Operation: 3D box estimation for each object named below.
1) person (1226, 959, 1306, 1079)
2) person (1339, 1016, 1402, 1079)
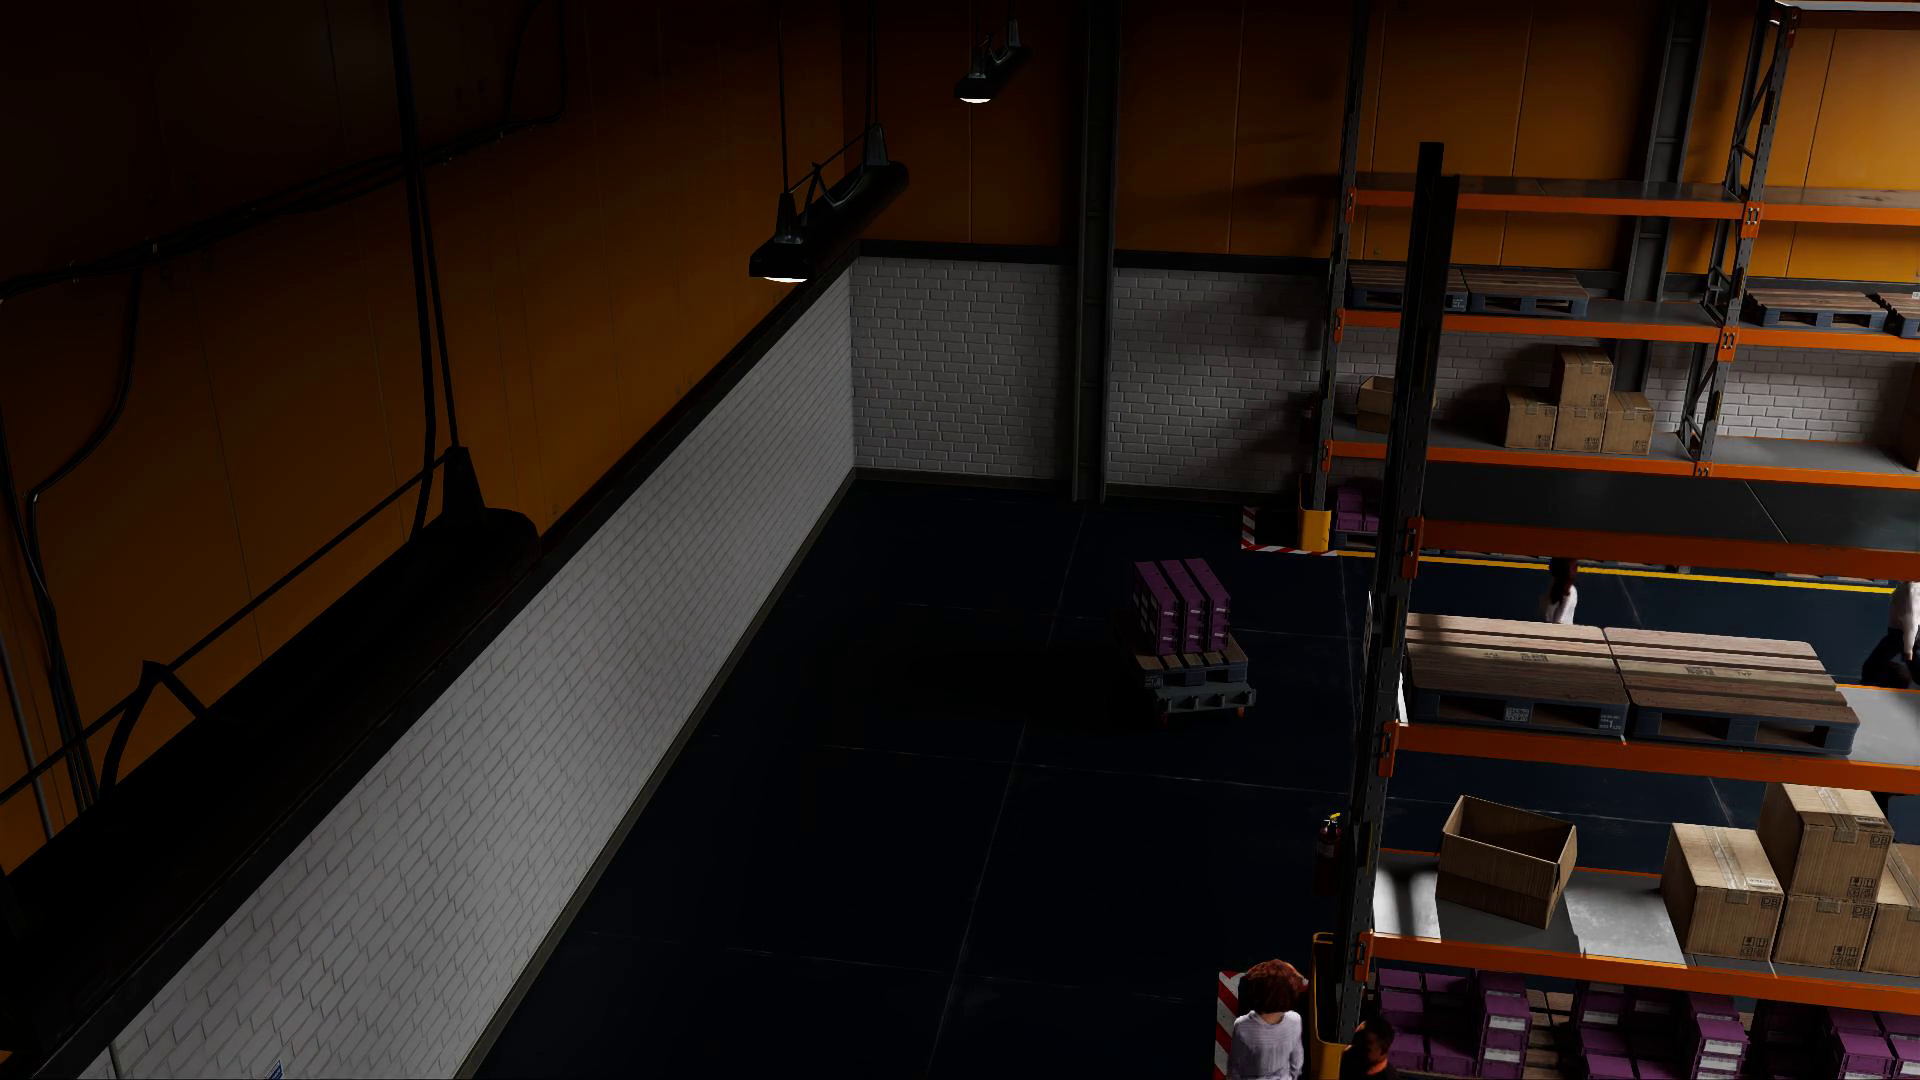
[{"bbox_3d":[1.782,3.257,9.648,0.801,1.686,0.849,-8,25,-17],"label":"person"},{"bbox_3d":[2.262,3.377,9.111,0.939,1.898,0.878,-8,25,-18],"label":"person"}]
